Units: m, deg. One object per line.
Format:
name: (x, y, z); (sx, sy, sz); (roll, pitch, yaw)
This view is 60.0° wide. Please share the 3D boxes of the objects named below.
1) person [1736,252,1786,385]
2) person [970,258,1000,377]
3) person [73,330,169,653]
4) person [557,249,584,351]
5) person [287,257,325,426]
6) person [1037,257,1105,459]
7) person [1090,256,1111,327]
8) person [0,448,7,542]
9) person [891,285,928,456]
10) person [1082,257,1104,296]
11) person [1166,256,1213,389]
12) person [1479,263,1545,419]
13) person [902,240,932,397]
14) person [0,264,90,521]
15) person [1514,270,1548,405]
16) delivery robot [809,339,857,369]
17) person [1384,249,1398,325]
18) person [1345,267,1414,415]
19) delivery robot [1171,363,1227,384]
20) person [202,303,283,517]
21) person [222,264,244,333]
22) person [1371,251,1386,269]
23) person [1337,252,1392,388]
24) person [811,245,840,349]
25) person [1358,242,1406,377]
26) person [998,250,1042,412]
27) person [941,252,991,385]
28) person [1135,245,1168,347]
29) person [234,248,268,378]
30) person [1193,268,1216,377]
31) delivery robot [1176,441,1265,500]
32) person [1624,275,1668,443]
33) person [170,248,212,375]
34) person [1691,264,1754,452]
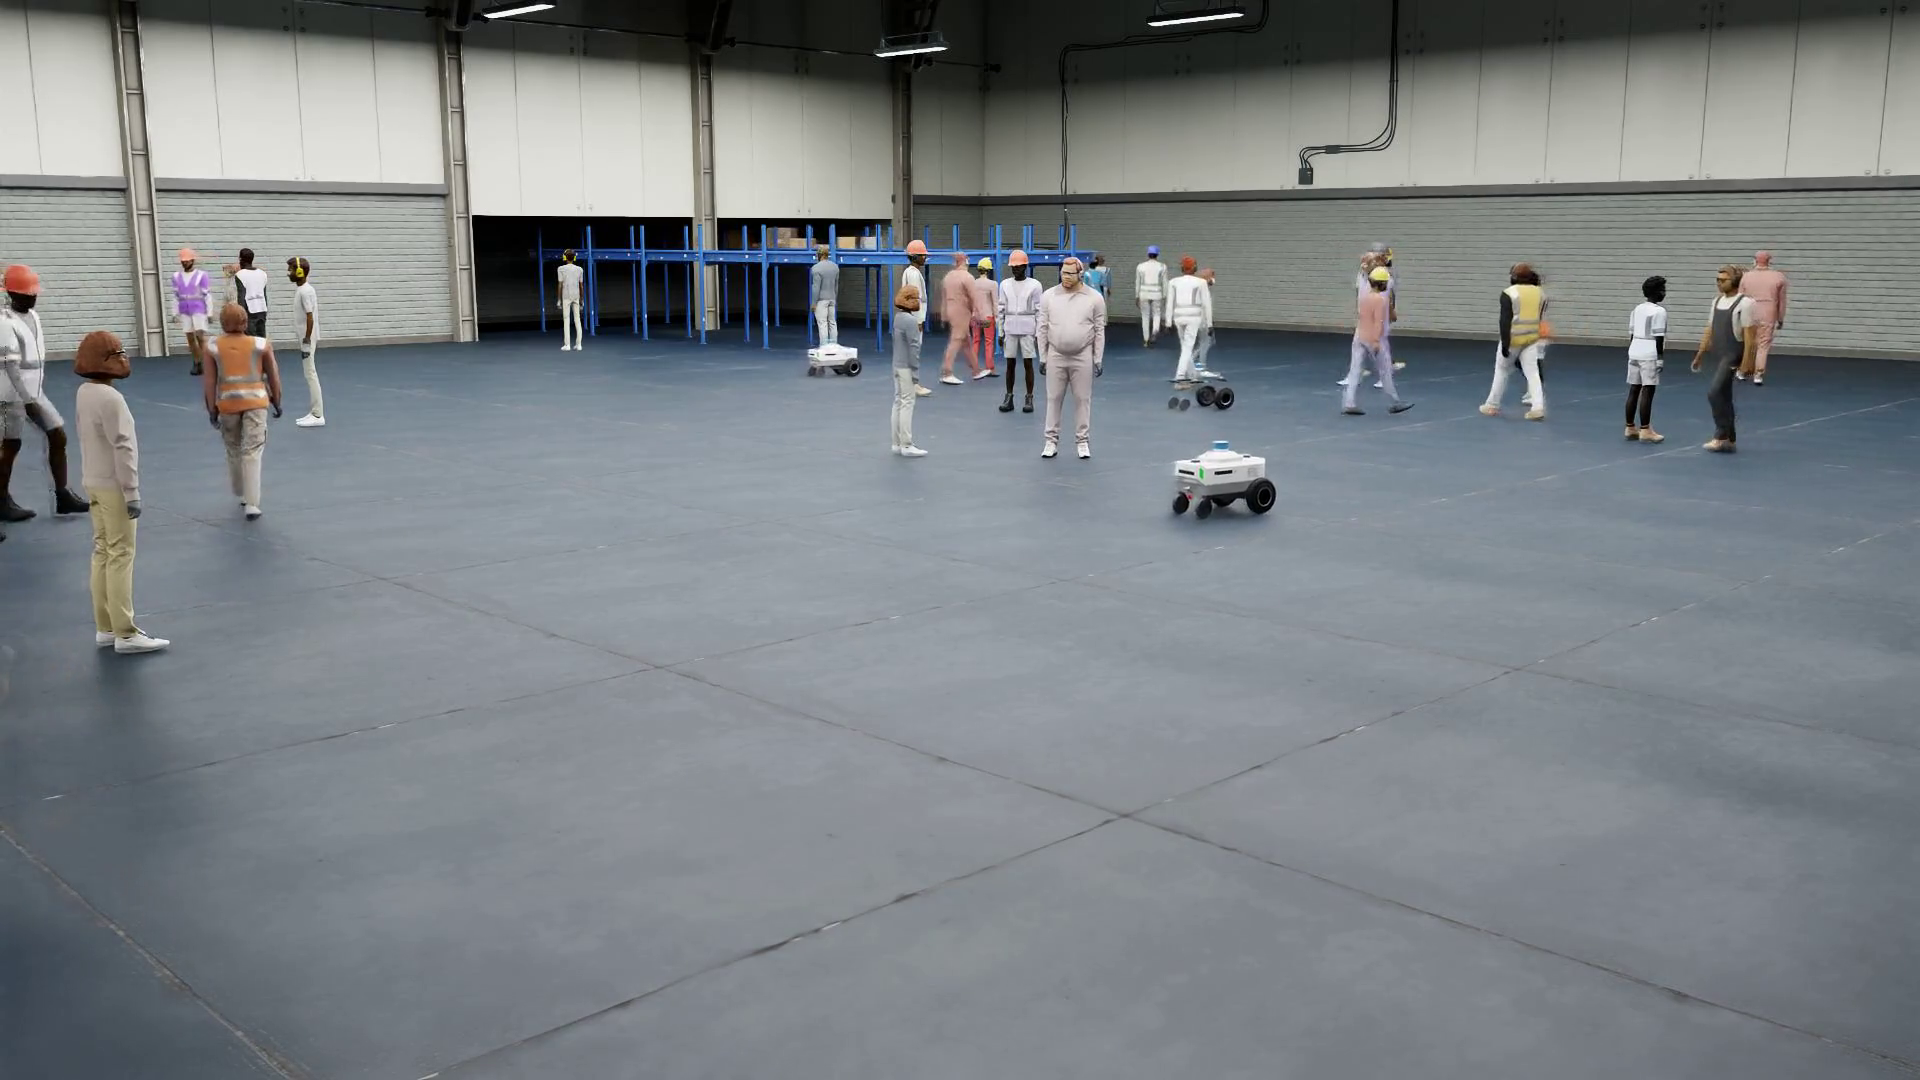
person: (11.438, -3.177, 23.815); (0.663, 1.860, 0.946); (4, 11, 20)
person: (0.360, -3.342, 25.001); (0.526, 1.768, 0.331); (6, 12, 30)
person: (-4.313, -0.249, 8.489); (0.507, 1.636, 0.275); (10, 14, 43)
person: (-7.207, -4.445, 30.772); (0.517, 1.865, 0.323); (-7, 12, -33)
person: (-7.314, -2.212, 18.567); (0.314, 1.866, 0.536); (-4, 11, -20)
person: (1.050, -1.732, 15.853); (0.637, 1.904, 0.403); (1, 10, 8)
person: (3.248, -5.773, 38.610); (0.523, 1.636, 0.310); (0, 10, -1)
person: (-6.785, -0.921, 11.414); (0.488, 1.904, 0.645); (-7, 13, -34)
person: (-0.510, -1.642, 16.092); (0.281, 1.633, 0.501); (-4, 11, -22)
person: (2.847, -5.175, 35.256); (0.532, 1.671, 0.780); (-6, 12, -29)
person: (3.196, -3.031, 23.166); (0.605, 1.827, 1.038); (6, 12, 31)
person: (6.497, -2.309, 19.329); (0.635, 1.788, 0.983); (-4, 11, -19)
person: (-0.578, -2.938, 22.044); (0.372, 2.044, 0.607); (-2, 11, -9)
person: (-6.885, -1.086, 12.359); (0.817, 1.887, 0.564); (0, 10, 0)
person: (7.163, -2.537, 20.839); (0.388, 1.674, 0.545); (0, 10, 1)
delivery robot: (-1.925, -2.793, 25.172); (0.707, 0.478, 0.477); (-6, 12, -30)
person: (7.931, -4.539, 31.229); (0.655, 1.875, 0.682); (-6, 12, -30)
person: (4.946, -2.335, 19.594); (0.892, 1.718, 0.549); (-3, 11, -16)
delivery robot: (2.945, -2.056, 20.447); (0.698, 0.223, 0.335); (-5, 11, -23)
person: (-5.456, -0.998, 12.697); (0.512, 1.595, 0.841); (-2, 11, -11)
person: (-12.662, -4.040, 29.231); (0.508, 1.606, 0.741); (10, 14, 43)
person: (7.615, -4.407, 30.529); (0.508, 1.872, 0.329); (10, 14, 43)
person: (5.662, -3.038, 23.062); (0.843, 1.860, 0.676); (-4, 11, -22)
person: (-2.350, -4.120, 28.777); (0.373, 1.940, 0.629); (8, 13, 36)
person: (6.351, -3.477, 25.105); (0.999, 2.000, 0.691); (-1, 10, -5)
person: (0.712, -2.512, 20.004); (0.550, 1.935, 0.376); (4, 11, 18)
person: (0.120, -3.172, 23.814); (0.964, 1.854, 0.740); (-6, 12, -28)
person: (3.649, -4.657, 31.747); (0.612, 1.930, 0.433); (1, 10, 7)
person: (-10.455, -3.340, 24.573); (0.392, 1.919, 0.590); (3, 11, 17)
person: (3.659, -3.250, 24.900); (0.394, 1.617, 0.517); (3, 11, 14)
delivery robot: (1.999, -0.518, 12.766); (0.707, 0.478, 0.477); (-7, 13, -33)
person: (7.089, -1.872, 17.163); (0.322, 1.699, 0.536); (-2, 11, -9)
person: (-11.669, -3.463, 25.228); (0.564, 1.917, 0.489); (0, 10, 0)
person: (7.438, -1.773, 16.276); (0.568, 1.822, 0.515); (-1, 10, -7)
